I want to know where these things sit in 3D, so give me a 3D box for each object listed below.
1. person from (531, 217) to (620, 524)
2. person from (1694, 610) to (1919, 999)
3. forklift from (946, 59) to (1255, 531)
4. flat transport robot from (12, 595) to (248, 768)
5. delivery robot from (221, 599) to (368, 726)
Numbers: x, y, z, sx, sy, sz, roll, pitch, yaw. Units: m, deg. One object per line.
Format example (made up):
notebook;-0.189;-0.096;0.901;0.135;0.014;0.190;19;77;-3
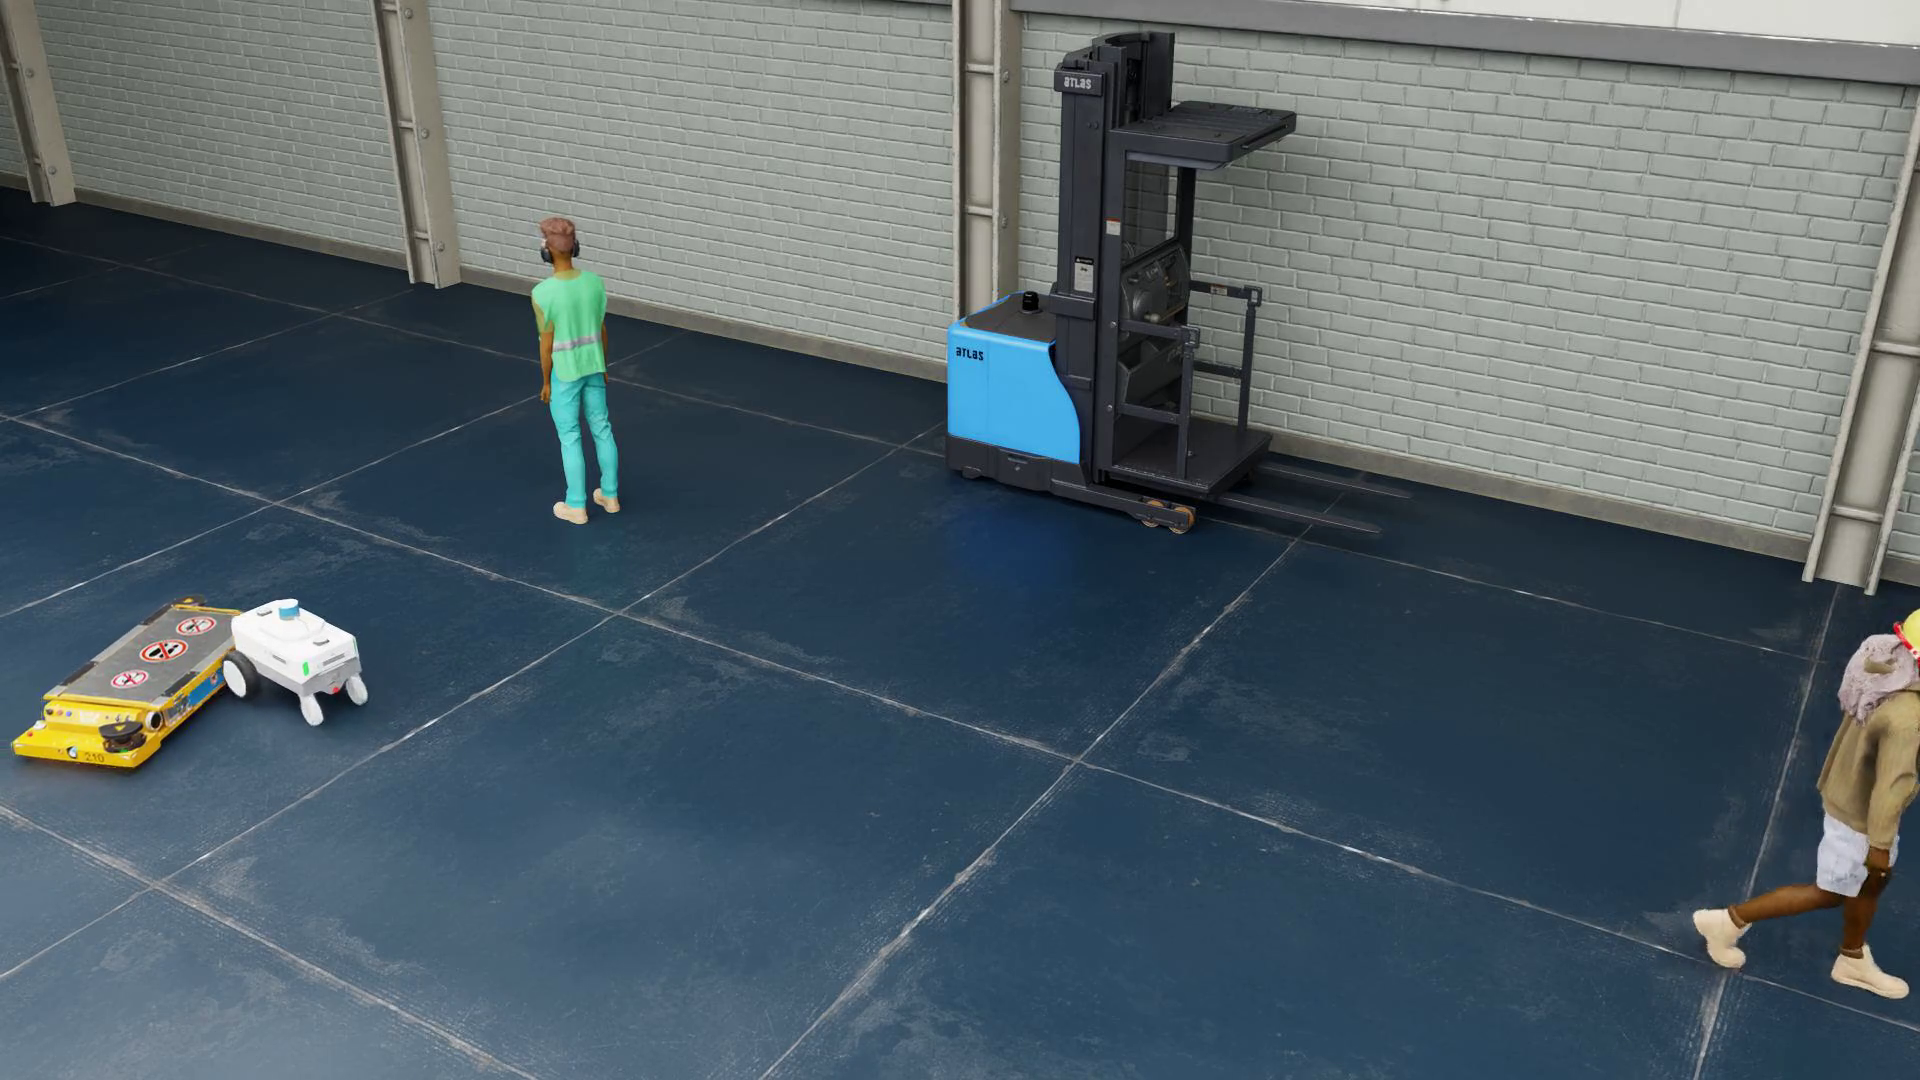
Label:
person;-2.426;-1.056;10.497;0.486;1.978;0.404;-22;33;-38
person;3.398;1.006;6.418;0.770;1.735;0.546;11;27;22
forklift;0.933;-1.707;10.833;1.873;2.768;1.129;15;29;28
flat transport robot;-4.205;0.717;8.742;0.659;0.231;1.431;5;26;9
delivery robot;-3.470;0.597;8.683;0.818;0.614;0.499;18;31;33
